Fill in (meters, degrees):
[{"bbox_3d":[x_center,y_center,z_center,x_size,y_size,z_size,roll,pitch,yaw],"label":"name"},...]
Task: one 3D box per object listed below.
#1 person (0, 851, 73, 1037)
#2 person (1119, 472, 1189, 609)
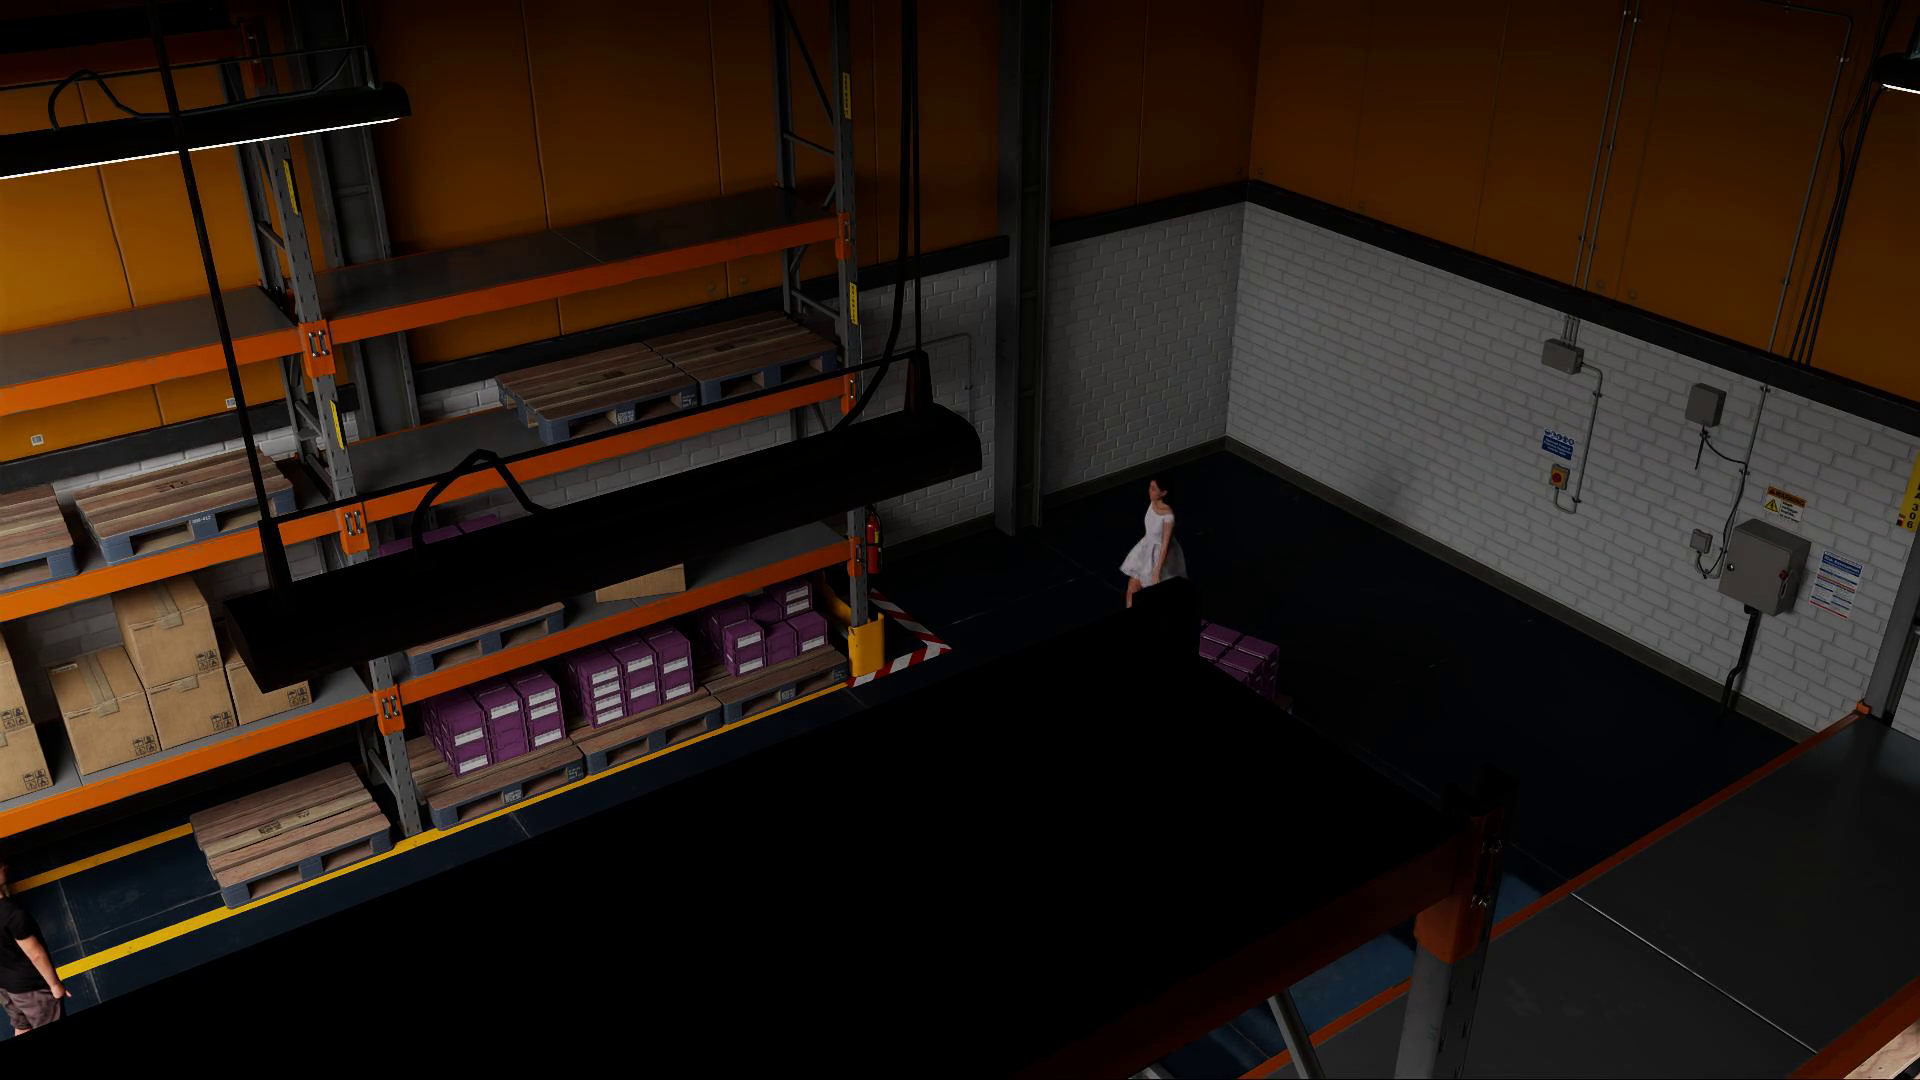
[{"bbox_3d":[-5.603,2.596,9.929,0.761,1.862,0.764,13,31,22],"label":"person"},{"bbox_3d":[1.802,0.204,14.425,0.893,1.757,0.756,-10,30,-17],"label":"person"}]
